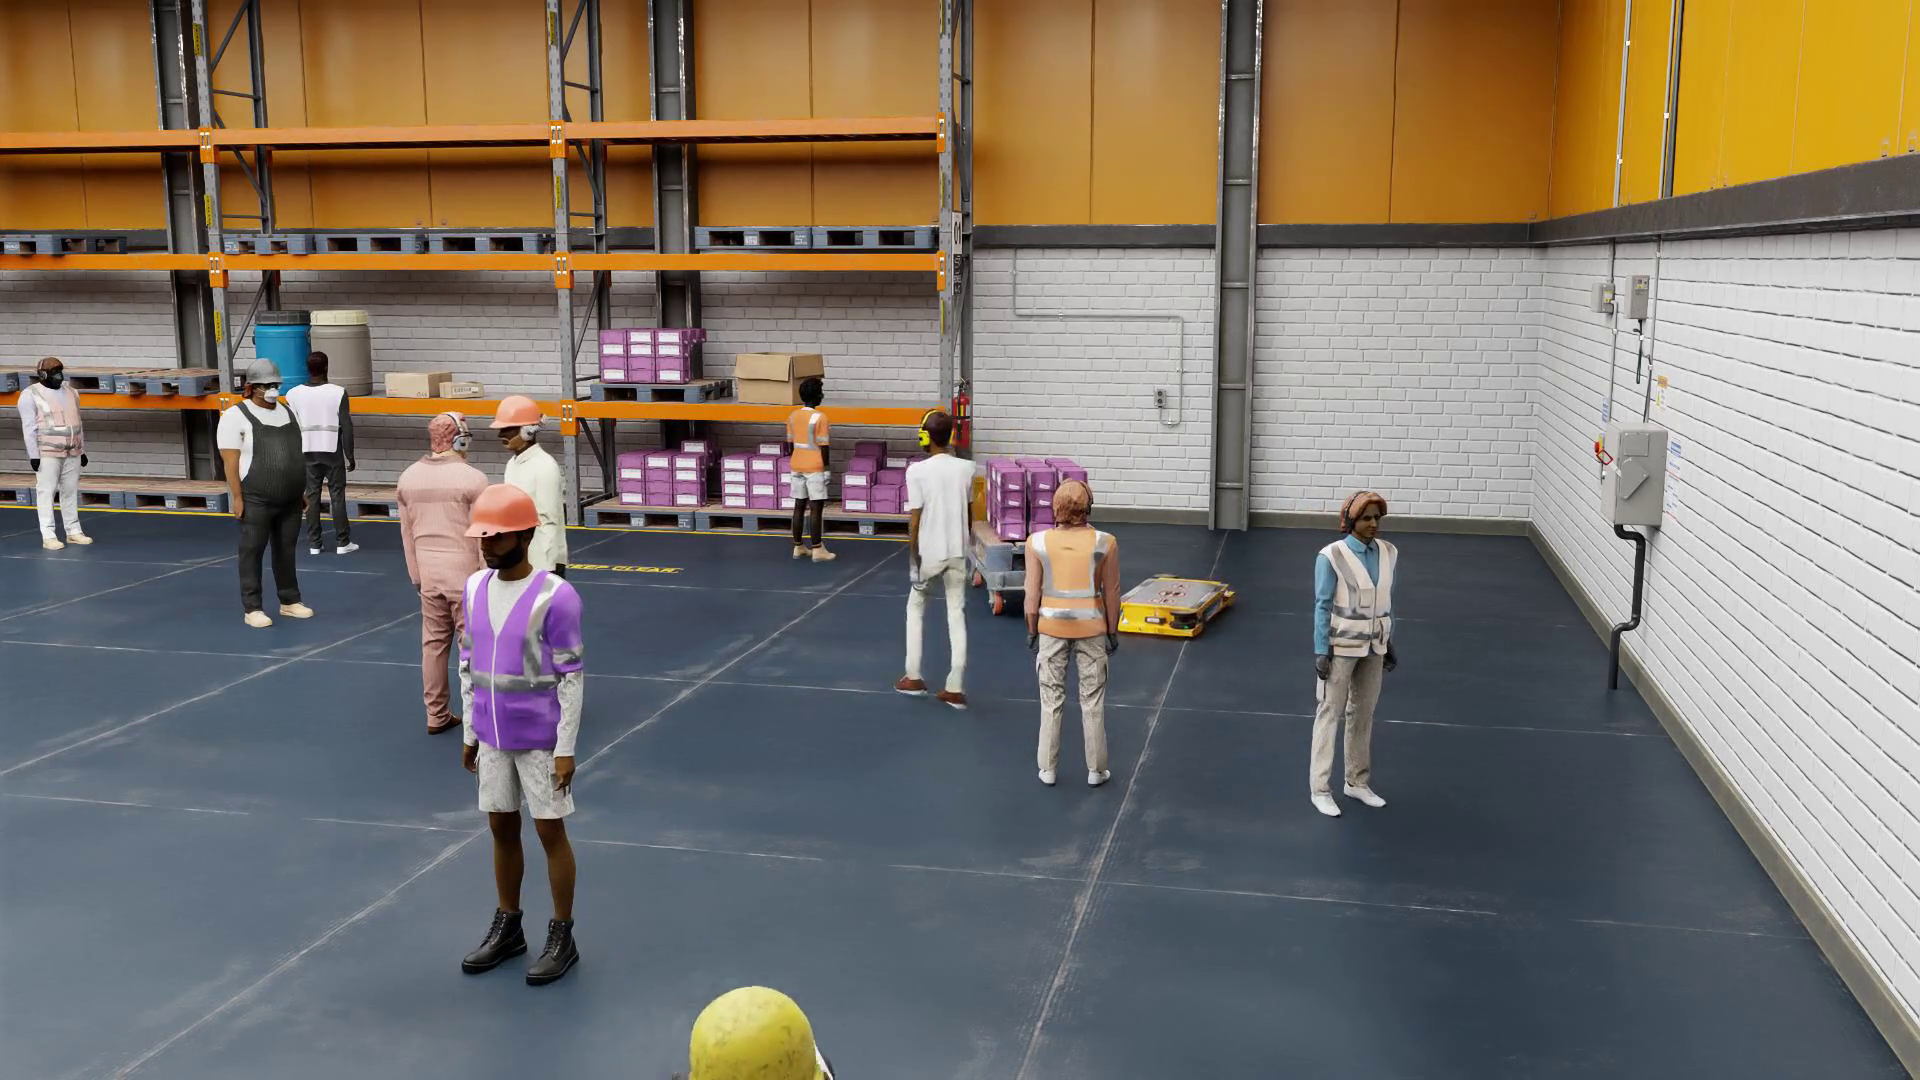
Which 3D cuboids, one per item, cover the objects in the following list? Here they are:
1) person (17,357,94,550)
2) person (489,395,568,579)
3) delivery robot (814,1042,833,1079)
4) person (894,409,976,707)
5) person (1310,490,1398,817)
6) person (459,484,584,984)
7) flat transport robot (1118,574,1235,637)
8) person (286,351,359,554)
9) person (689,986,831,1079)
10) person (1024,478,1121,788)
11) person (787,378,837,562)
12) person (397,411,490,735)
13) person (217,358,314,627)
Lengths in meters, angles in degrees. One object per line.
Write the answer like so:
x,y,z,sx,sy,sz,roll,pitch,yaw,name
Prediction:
-8.717,-0.842,16.075,0.429,1.846,0.626,4,10,22,person
-2.568,0.126,9.945,0.419,1.985,0.628,-7,12,-37,person
-0.571,1.634,4.946,0.477,0.478,0.707,-3,10,-17,delivery robot
-0.161,0.103,10.483,0.495,1.836,0.739,-4,10,-23,person
1.984,0.562,8.365,0.522,1.638,0.311,-5,11,-29,person
-1.707,0.743,6.411,0.545,1.938,0.362,4,10,23,person
1.646,0.492,12.820,0.652,0.197,1.431,4,10,21,flat transport robot
-6.016,-0.816,15.698,0.587,1.920,0.391,0,10,-2,person
-0.342,1.498,2.678,0.486,1.685,0.937,-7,12,-35,person
0.591,0.497,8.750,0.510,1.640,0.308,1,10,7,person
-1.382,-0.650,15.369,0.321,1.696,0.537,-9,13,-44,person
-2.925,0.207,9.682,0.641,1.908,0.407,4,10,21,person
-5.247,-0.372,12.710,0.535,2.000,0.673,6,11,30,person
